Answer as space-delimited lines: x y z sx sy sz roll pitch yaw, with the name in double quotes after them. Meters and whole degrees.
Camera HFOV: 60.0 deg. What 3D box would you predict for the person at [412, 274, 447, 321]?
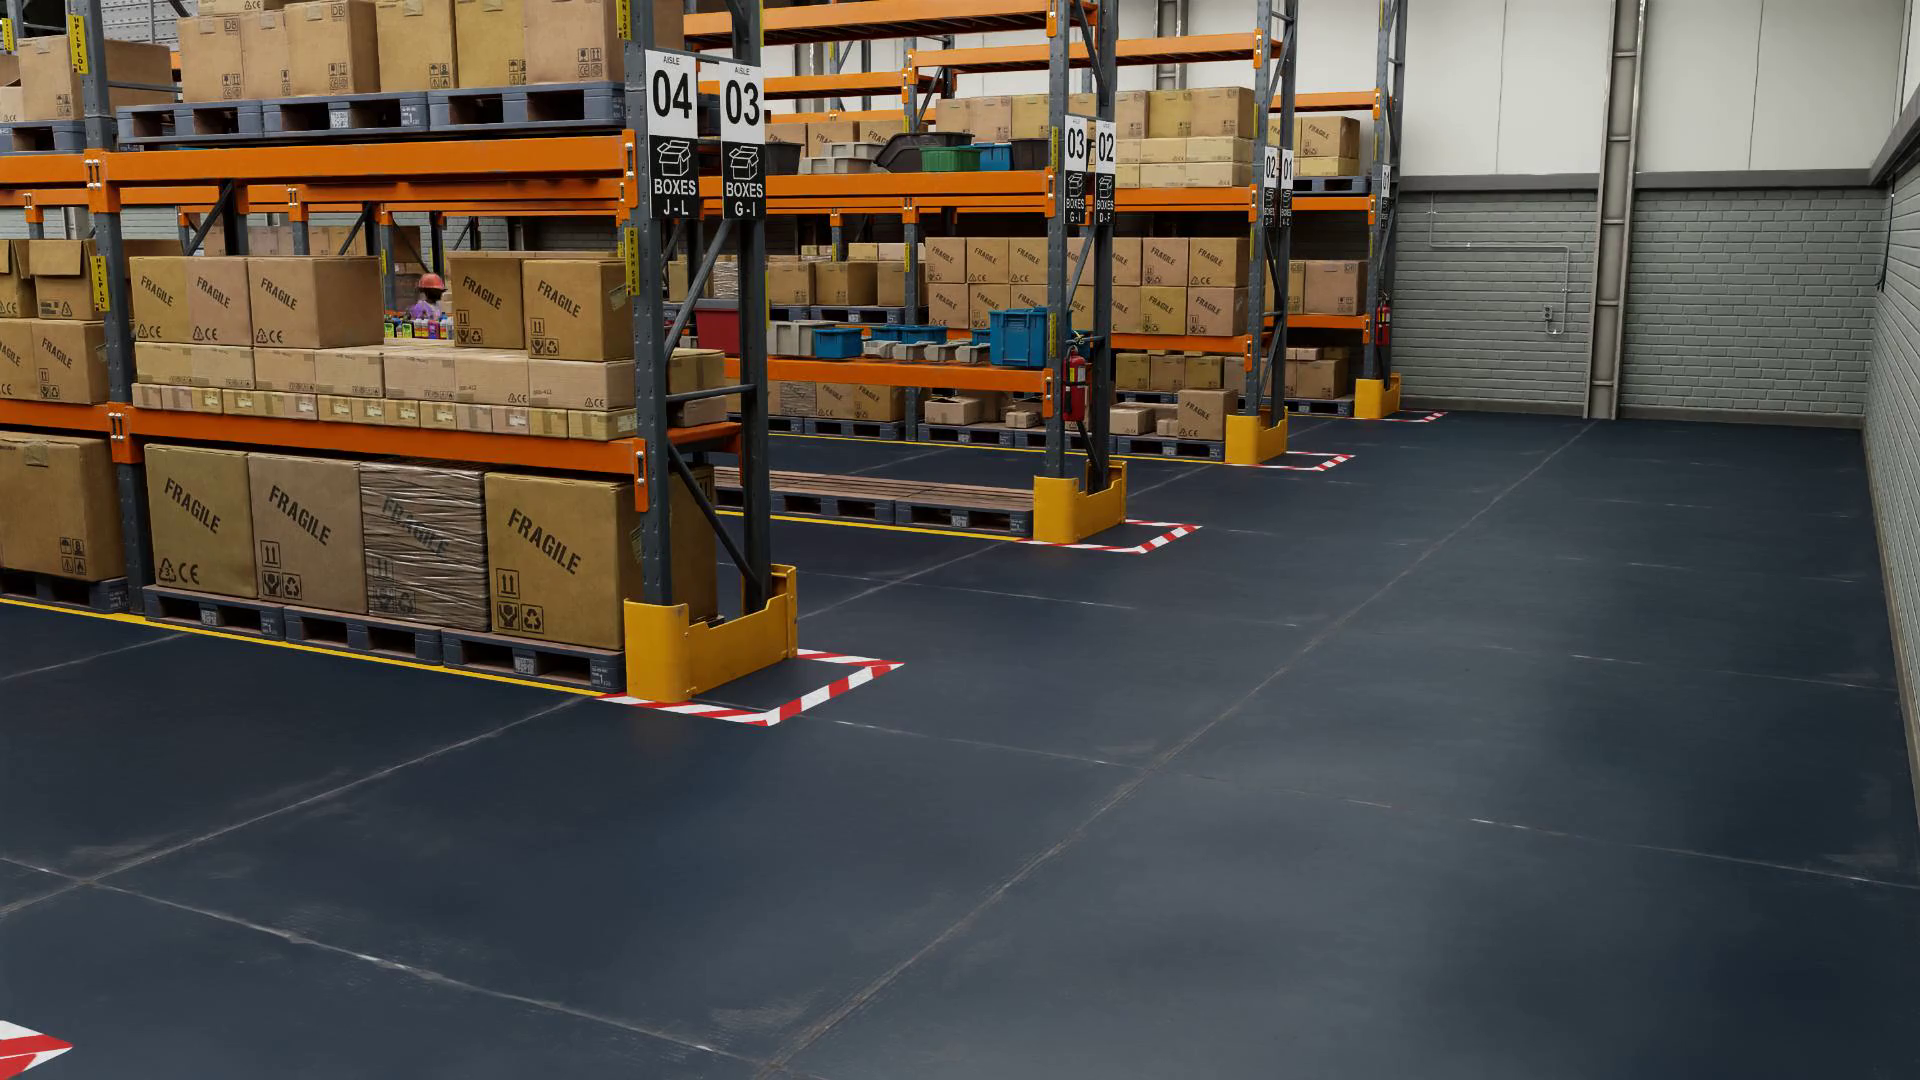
-6.234 -2.218 19.854 0.996 1.881 0.554 4 11 20 "person"
